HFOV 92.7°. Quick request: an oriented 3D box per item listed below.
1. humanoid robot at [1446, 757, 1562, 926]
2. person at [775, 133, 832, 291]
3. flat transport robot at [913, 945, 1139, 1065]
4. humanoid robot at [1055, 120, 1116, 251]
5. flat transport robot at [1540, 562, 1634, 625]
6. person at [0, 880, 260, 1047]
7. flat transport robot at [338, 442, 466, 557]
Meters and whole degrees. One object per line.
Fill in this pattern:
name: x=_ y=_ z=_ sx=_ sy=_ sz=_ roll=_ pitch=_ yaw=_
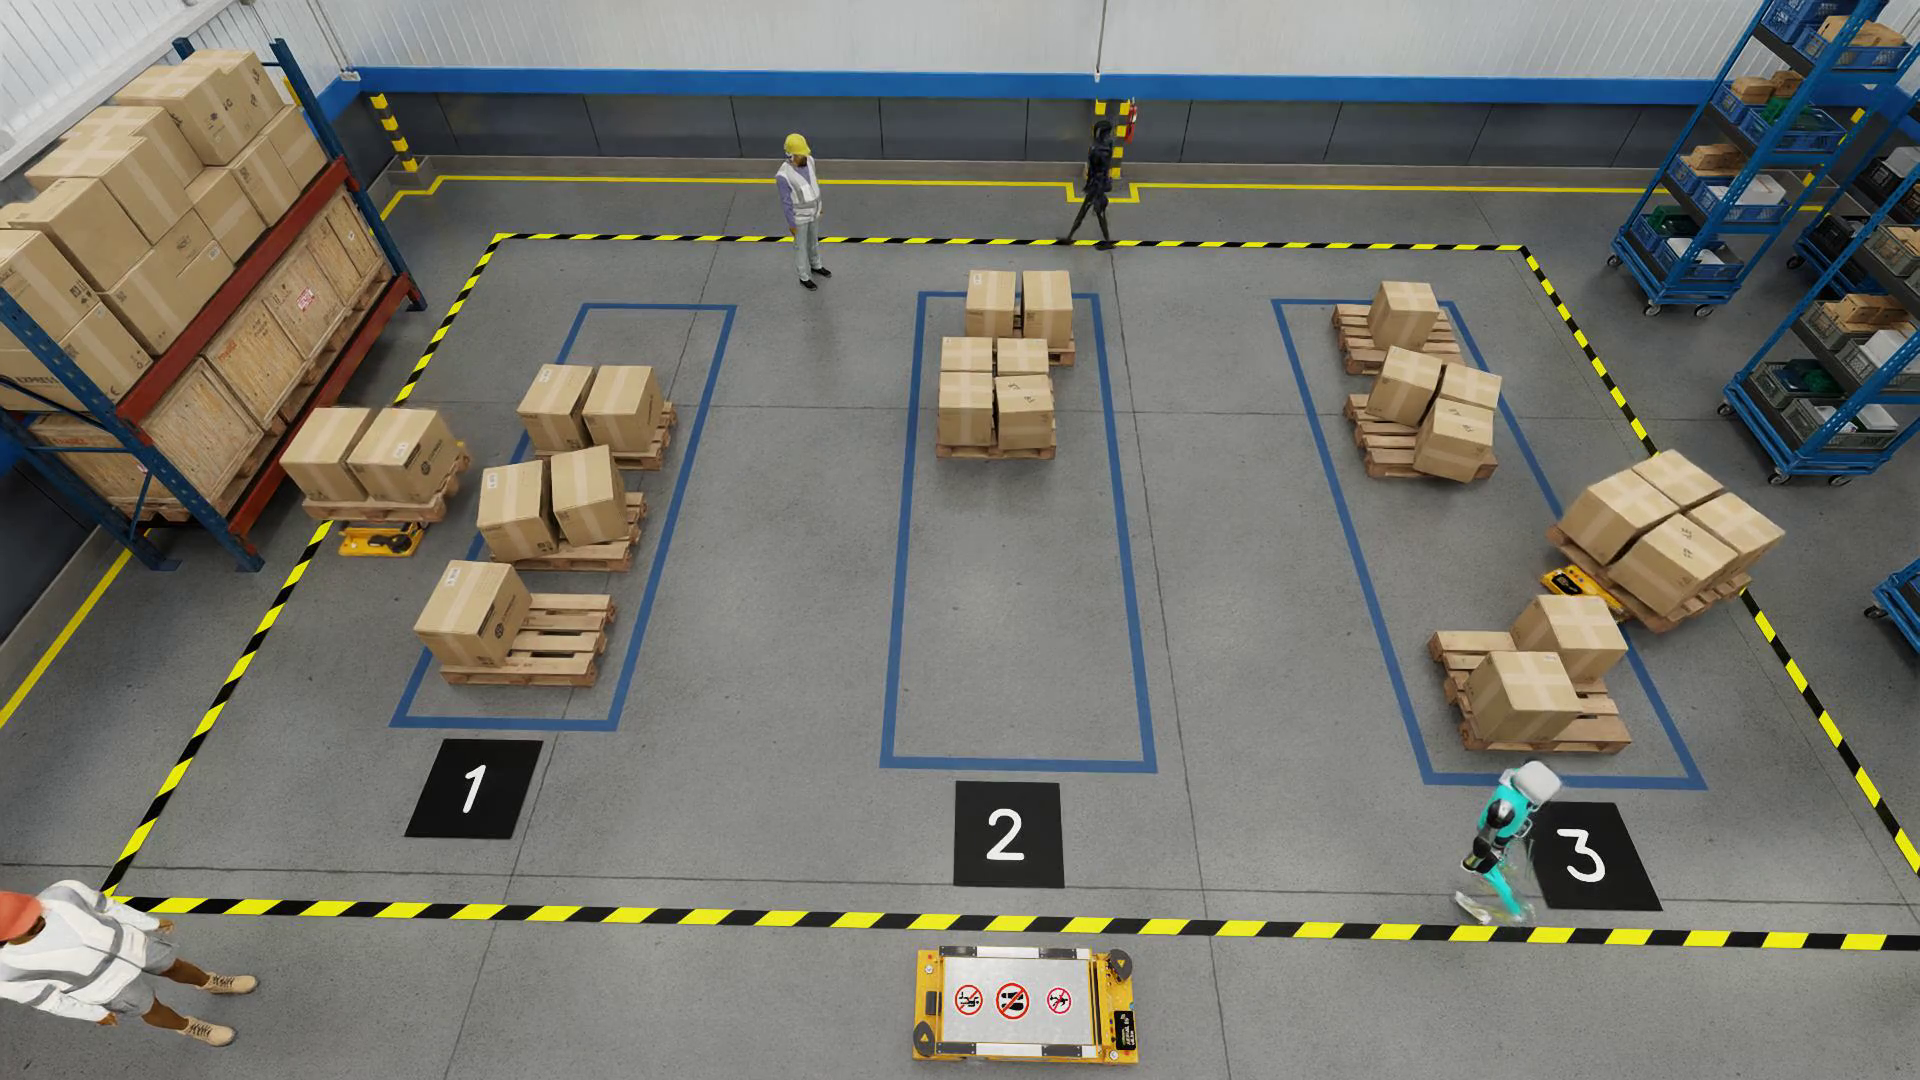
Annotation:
humanoid robot: x=3.551 y=2.088 z=5.881 sx=0.553 sy=1.833 sz=0.825 roll=-35 pitch=59 yaw=-25
person: x=-1.785 y=-3.774 z=10.552 sx=0.404 sy=1.835 sz=0.585 roll=24 pitch=55 yaw=18
flat transport robot: x=0.422 y=3.041 z=6.007 sx=1.431 sy=0.231 sz=0.659 roll=1 pitch=51 yaw=1
humanoid robot: x=1.600 y=-4.217 z=11.035 sx=0.757 sy=1.631 sz=0.594 roll=-7 pitch=51 yaw=-6
flat transport robot: x=6.021 y=0.290 z=8.231 sx=1.431 sy=0.197 sz=0.652 roll=-21 pitch=54 yaw=-16
person: x=-4.891 y=2.471 z=5.326 sx=0.368 sy=2.047 sz=0.604 roll=1 pitch=51 yaw=1
flat transport robot: x=-5.379 y=-0.453 z=8.837 sx=0.652 sy=0.197 sz=1.431 roll=1 pitch=51 yaw=1
